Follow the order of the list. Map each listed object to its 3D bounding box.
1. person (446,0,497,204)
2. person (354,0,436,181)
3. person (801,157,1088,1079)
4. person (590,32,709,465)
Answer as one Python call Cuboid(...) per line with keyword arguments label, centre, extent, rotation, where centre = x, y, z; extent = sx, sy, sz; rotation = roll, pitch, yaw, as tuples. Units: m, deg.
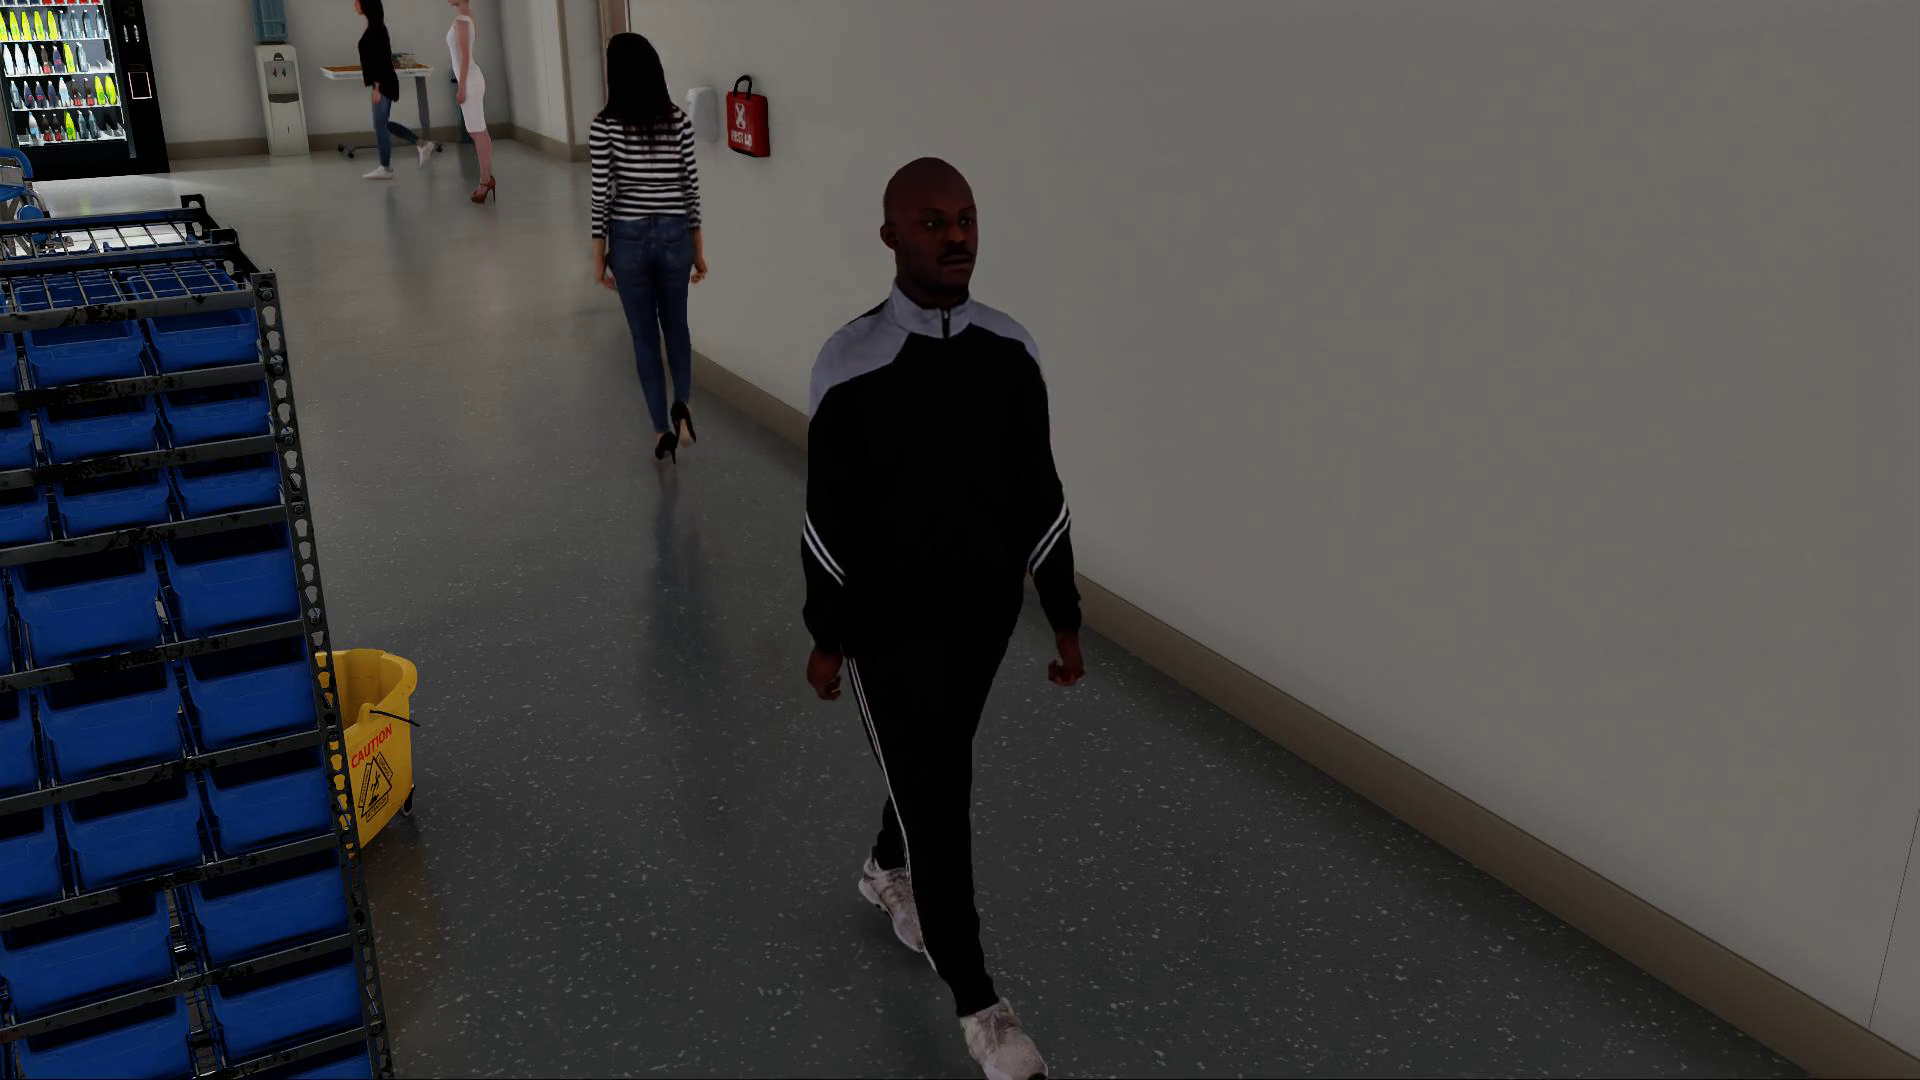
Cuboid(label="person", centre=(-3.930, -3.634, 13.387), extent=(0.605, 1.796, 0.633), rotation=(-3, 21, -7))
Cuboid(label="person", centre=(-4.976, -3.980, 14.531), extent=(0.900, 1.632, 0.645), rotation=(-7, 22, -19))
Cuboid(label="person", centre=(-0.095, 0.127, 3.467), extent=(1.060, 1.788, 0.740), rotation=(-11, 24, -28))
Cuboid(label="person", centre=(-1.243, -1.140, 6.818), extent=(0.624, 1.785, 0.692), rotation=(-9, 23, -23))
